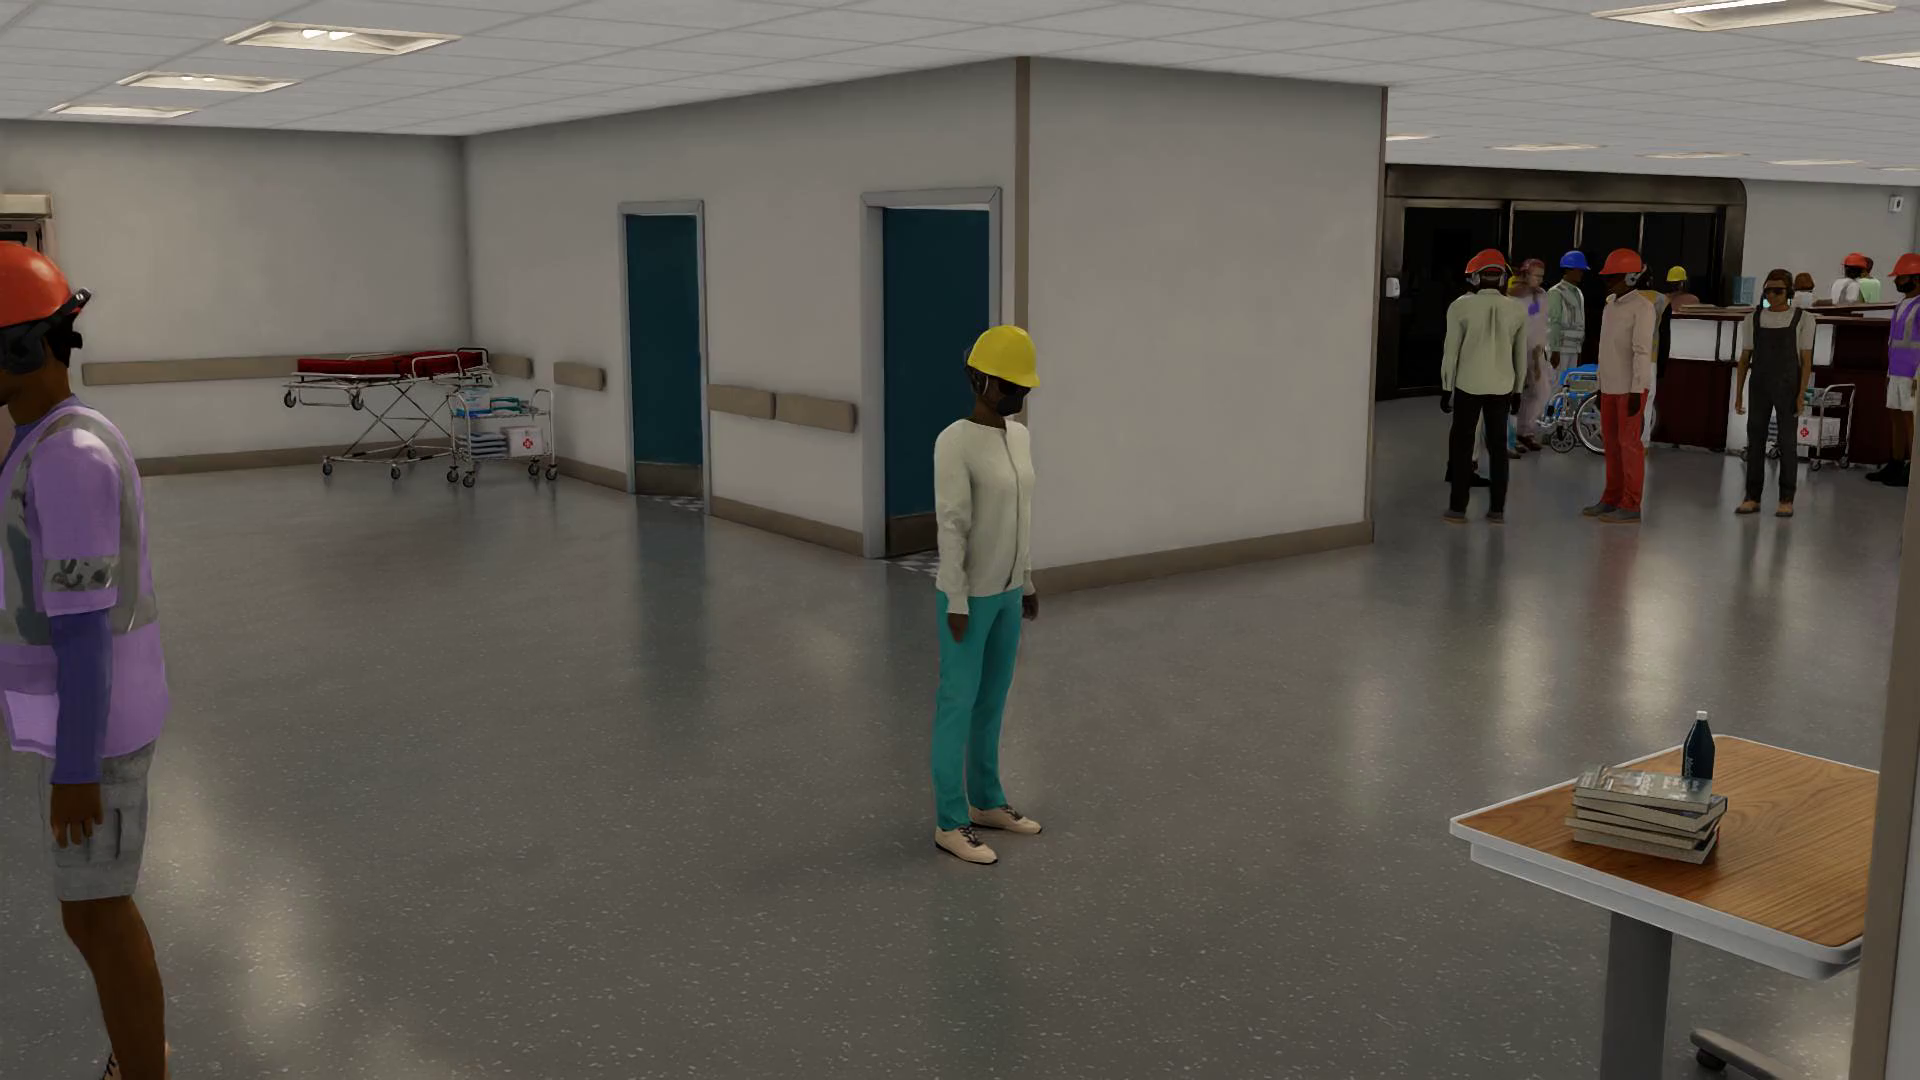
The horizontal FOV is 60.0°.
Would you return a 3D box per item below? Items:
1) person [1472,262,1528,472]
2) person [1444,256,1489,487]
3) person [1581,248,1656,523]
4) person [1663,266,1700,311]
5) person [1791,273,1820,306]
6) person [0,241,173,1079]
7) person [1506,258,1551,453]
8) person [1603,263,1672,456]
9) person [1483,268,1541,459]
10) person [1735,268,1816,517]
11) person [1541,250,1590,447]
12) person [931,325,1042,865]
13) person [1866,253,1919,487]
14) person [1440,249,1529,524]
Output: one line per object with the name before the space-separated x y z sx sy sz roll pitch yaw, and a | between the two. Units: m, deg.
person | 4.681 -1.496 14.561 0.519 1.865 0.331 4 11 20
person | 4.296 -1.411 13.915 0.389 1.928 0.550 -1 10 -3
person | 4.790 -1.114 12.090 0.410 1.986 0.609 -1 10 -8
person | 8.229 -2.273 19.202 0.533 1.765 0.331 9 13 40
person | 11.262 -2.758 22.278 0.507 1.630 0.268 -3 11 -18
person | -1.914 0.391 3.544 0.410 2.028 0.618 -6 12 -31
person | 5.417 -1.761 16.013 0.674 1.870 0.463 -5 11 -27
person | 6.438 -1.716 15.888 0.625 1.838 0.430 4 11 23
person | 5.242 -1.714 15.986 0.555 1.802 0.932 -1 10 -7
person | 6.035 -1.089 12.362 0.509 1.840 0.347 9 13 40
person | 6.060 -1.915 16.671 0.387 1.948 0.601 9 13 40
person | 0.107 0.172 5.516 0.334 1.759 0.523 6 12 32
person | 7.877 -1.412 13.883 0.373 1.934 0.551 1 10 5
person | 3.784 -1.103 12.042 0.622 1.982 0.418 0 10 -3
